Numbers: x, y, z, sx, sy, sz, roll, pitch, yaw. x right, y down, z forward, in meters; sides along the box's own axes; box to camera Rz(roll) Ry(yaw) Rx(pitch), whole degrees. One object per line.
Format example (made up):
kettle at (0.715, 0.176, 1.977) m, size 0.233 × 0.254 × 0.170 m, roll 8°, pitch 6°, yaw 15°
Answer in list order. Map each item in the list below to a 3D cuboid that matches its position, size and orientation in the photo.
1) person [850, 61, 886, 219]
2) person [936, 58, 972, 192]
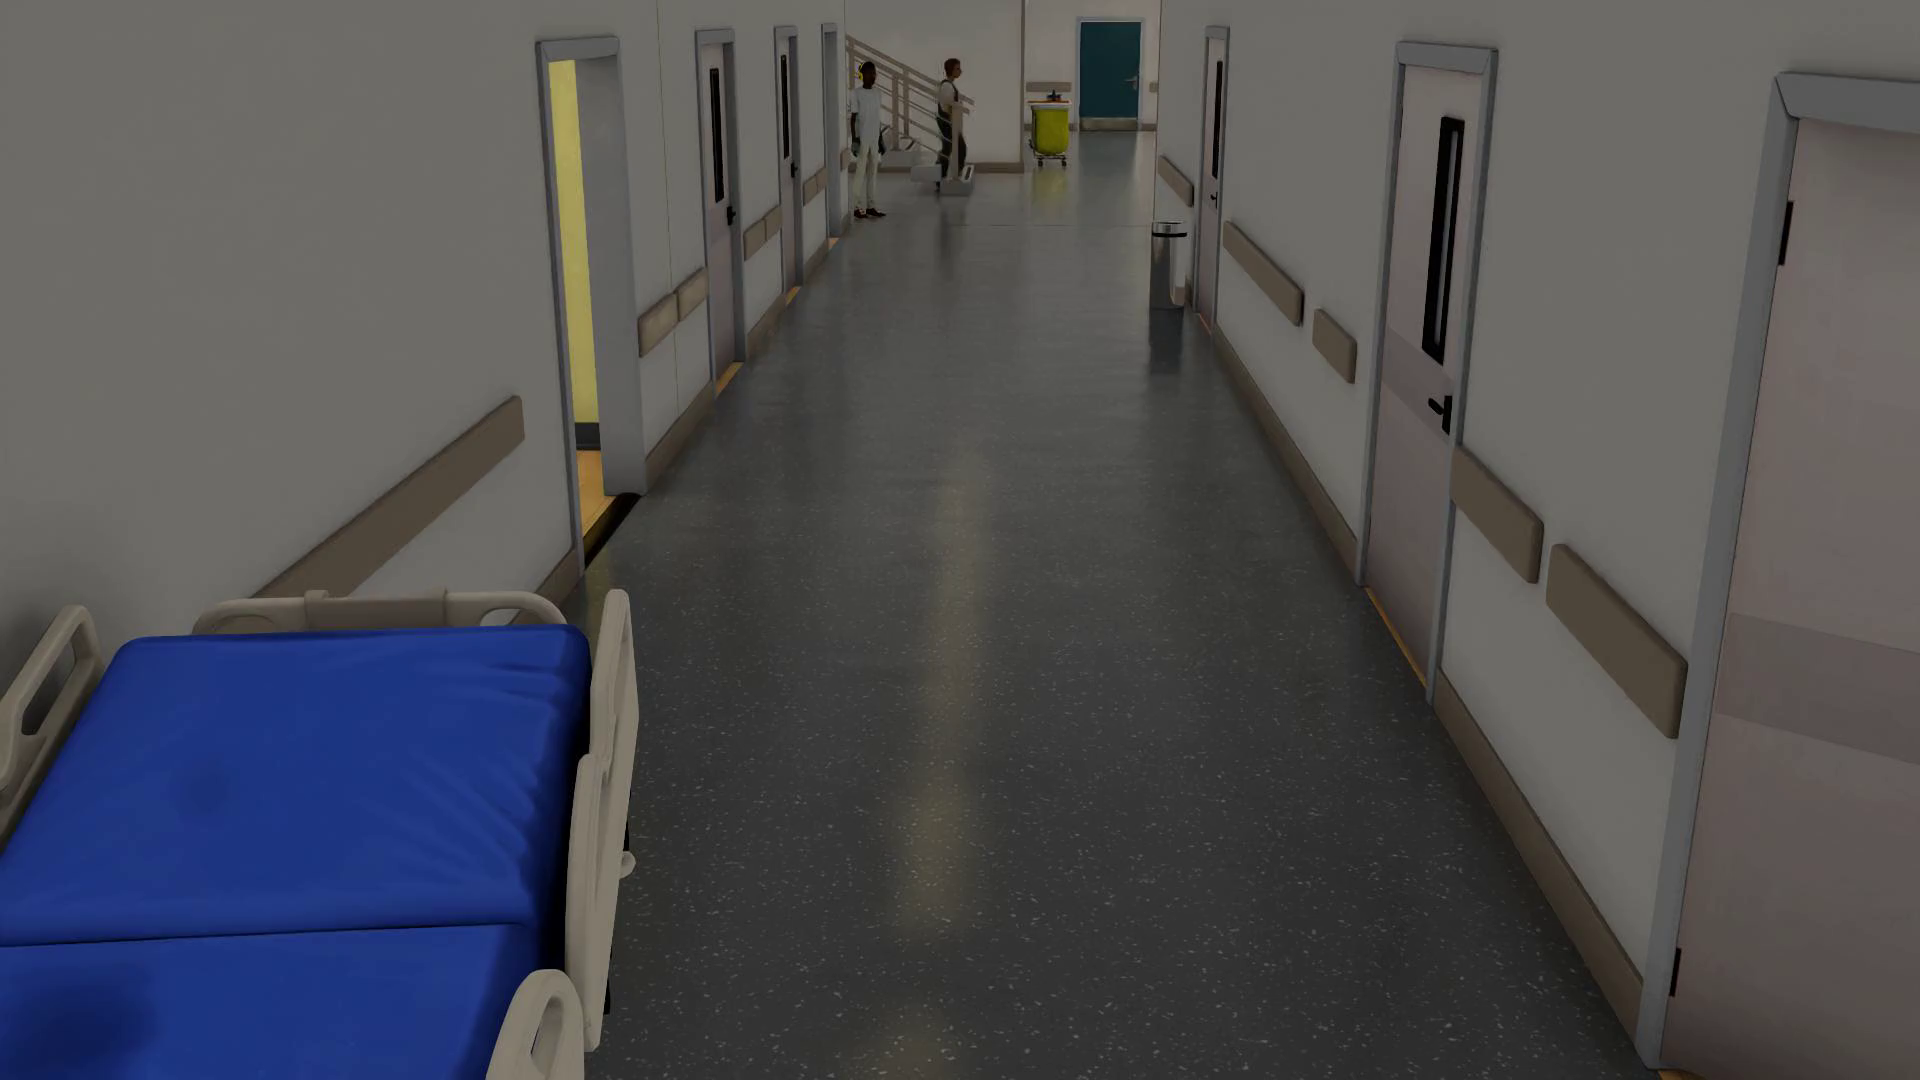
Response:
person at (-1.118, -4.871, 20.282) m, size 0.311 × 1.869 × 0.532 m, roll 16°, pitch 24°, yaw 41°
person at (-0.048, -5.750, 23.112) m, size 0.643 × 1.822 × 0.535 m, roll 1°, pitch 18°, yaw 2°
